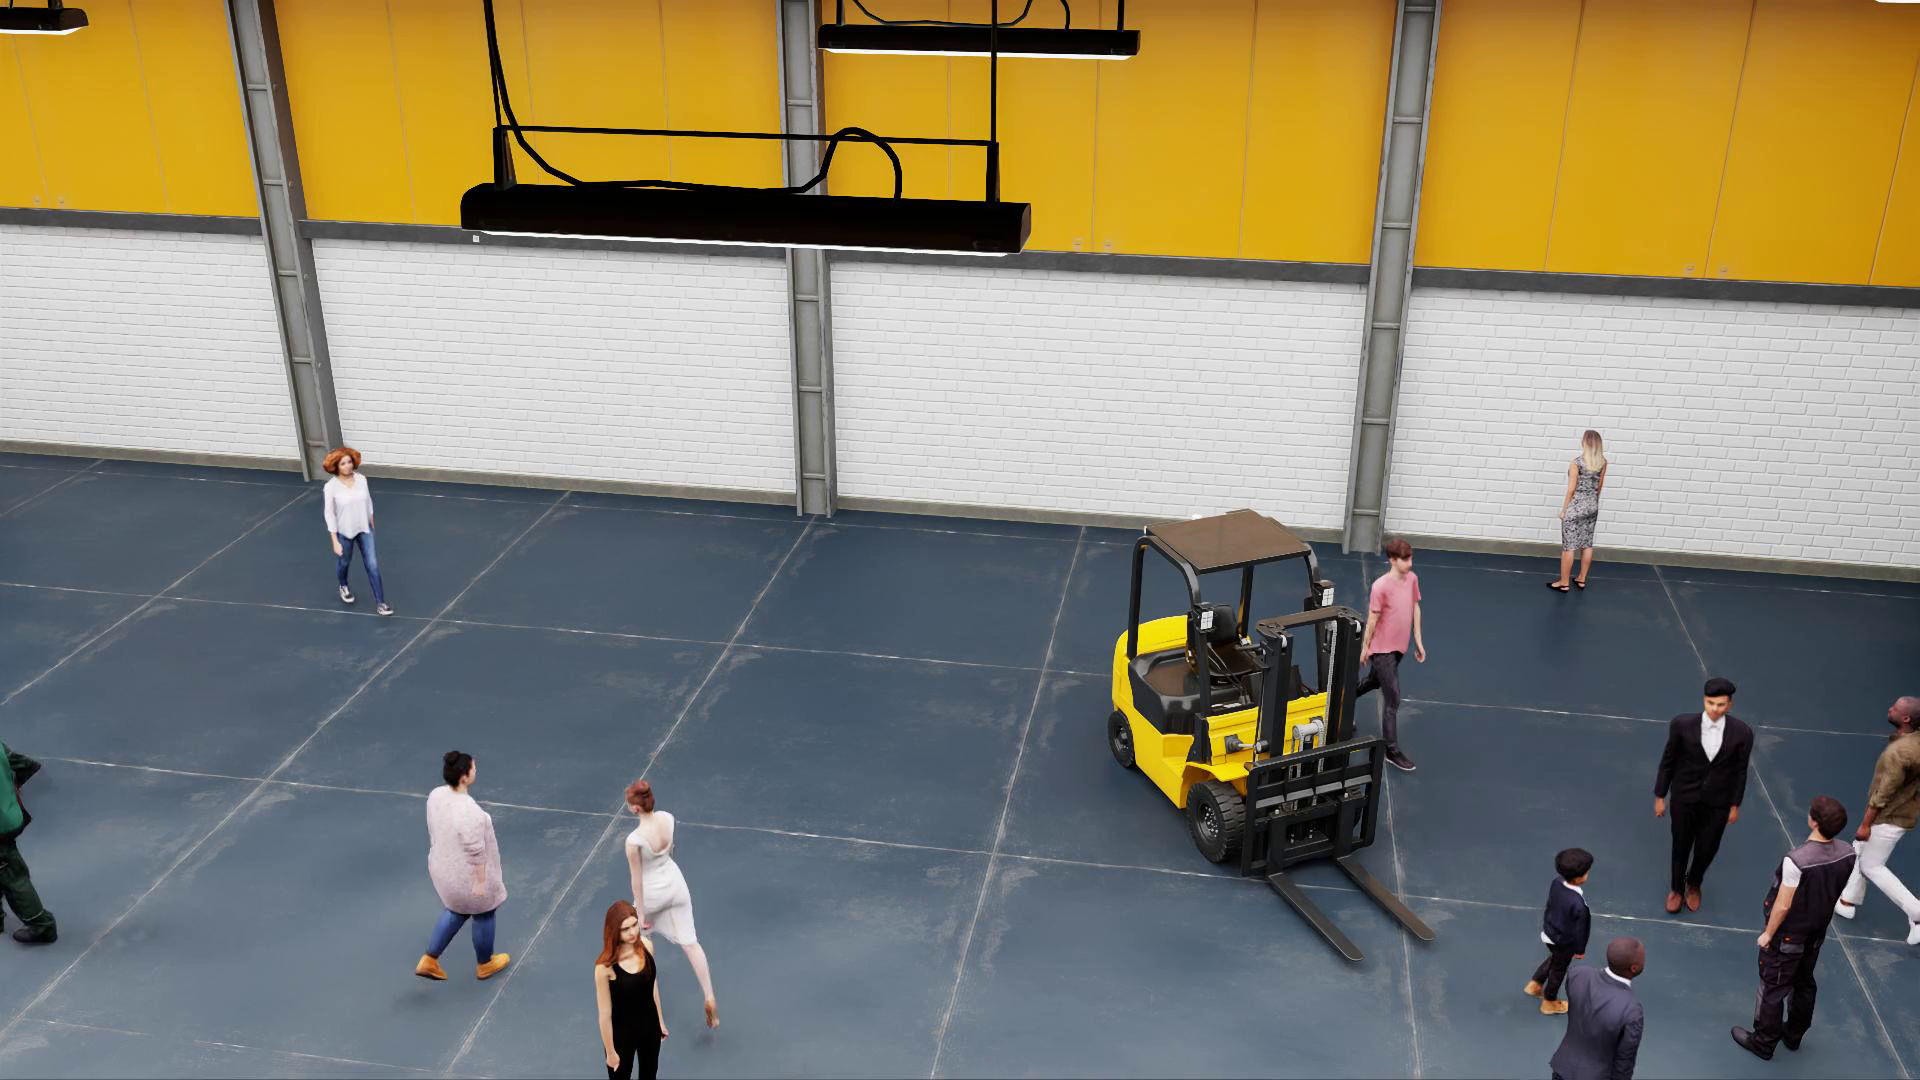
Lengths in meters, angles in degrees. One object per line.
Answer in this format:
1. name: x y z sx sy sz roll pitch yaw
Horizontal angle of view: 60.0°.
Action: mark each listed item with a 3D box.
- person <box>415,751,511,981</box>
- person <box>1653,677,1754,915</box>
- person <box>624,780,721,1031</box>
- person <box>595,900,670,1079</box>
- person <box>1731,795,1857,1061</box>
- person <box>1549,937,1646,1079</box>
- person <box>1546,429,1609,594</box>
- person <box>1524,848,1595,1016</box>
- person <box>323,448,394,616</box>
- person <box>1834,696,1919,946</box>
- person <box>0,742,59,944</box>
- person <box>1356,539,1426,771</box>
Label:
1. person: -3.320 2.184 10.882 0.968 1.724 0.977 22 32 40
2. person: 5.208 1.756 11.675 0.687 1.872 0.856 11 26 23
3. person: -1.821 2.328 10.533 1.013 1.738 1.214 -21 31 -39
4. person: -1.872 2.794 9.482 0.657 1.726 0.643 19 30 36
5. person: 5.184 2.384 10.268 0.684 1.849 0.802 -8 25 -18
6. person: 3.374 2.951 9.053 1.270 1.782 1.160 -13 27 -27
7. person: 6.187 -0.287 16.558 0.576 1.706 0.695 -7 25 -15
8. person: 3.836 2.532 10.717 0.592 1.218 0.563 -2 24 -5
9. person: -5.961 -0.109 16.200 1.137 1.665 1.231 -18 29 -35
10. person: 6.422 1.931 11.366 1.154 1.799 1.005 18 30 36
11. person: -6.457 1.972 11.259 0.984 1.810 0.784 1 24 3
12. person: 3.441 0.856 13.676 1.143 1.919 1.263 -18 30 -36
